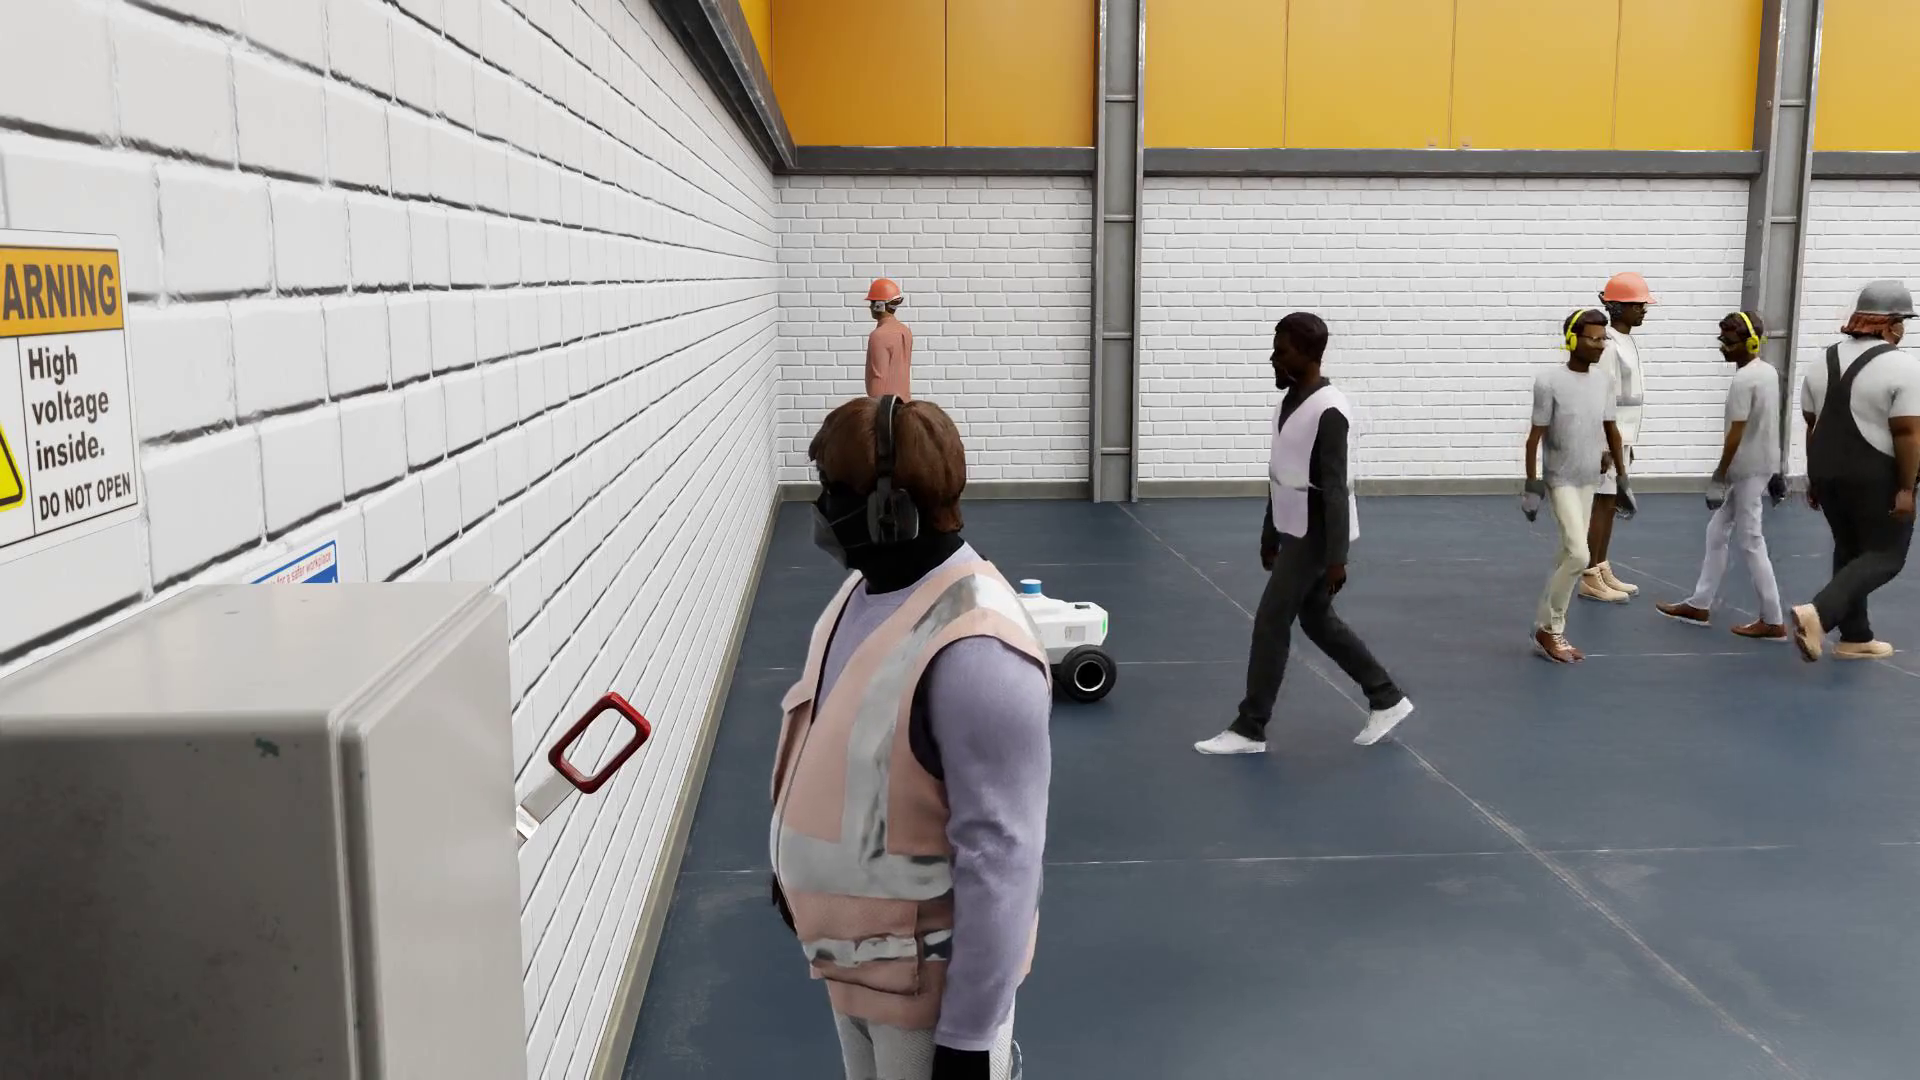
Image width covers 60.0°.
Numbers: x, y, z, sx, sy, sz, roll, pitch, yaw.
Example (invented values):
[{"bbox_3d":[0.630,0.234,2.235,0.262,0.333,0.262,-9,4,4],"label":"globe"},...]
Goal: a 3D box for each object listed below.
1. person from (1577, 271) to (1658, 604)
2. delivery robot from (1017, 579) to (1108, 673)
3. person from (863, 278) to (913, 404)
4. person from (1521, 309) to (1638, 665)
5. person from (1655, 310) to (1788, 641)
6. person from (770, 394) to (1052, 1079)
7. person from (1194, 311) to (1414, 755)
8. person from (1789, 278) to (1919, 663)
[{"bbox_3d":[4.082,-0.634,10.329,0.373,2.043,0.615,6,11,33],"label":"person"},{"bbox_3d":[0.336,0.433,7.995,0.707,0.478,0.477,-2,9,-11],"label":"delivery robot"},{"bbox_3d":[-0.575,-1.042,13.044,0.379,1.996,0.609,4,10,21],"label":"person"},{"bbox_3d":[3.236,-0.272,8.664,0.518,1.849,0.505,-5,10,-28],"label":"person"},{"bbox_3d":[4.296,-0.366,9.338,0.860,1.822,0.560,8,12,42],"label":"person"},{"bbox_3d":[-0.088,0.684,2.697,0.430,1.840,0.624,-3,10,-20],"label":"person"},{"bbox_3d":[1.503,-0.024,7.024,0.945,1.884,0.606,-1,9,-5],"label":"person"},{"bbox_3d":[4.596,-0.348,8.542,0.768,2.000,0.686,-3,9,-17],"label":"person"}]
